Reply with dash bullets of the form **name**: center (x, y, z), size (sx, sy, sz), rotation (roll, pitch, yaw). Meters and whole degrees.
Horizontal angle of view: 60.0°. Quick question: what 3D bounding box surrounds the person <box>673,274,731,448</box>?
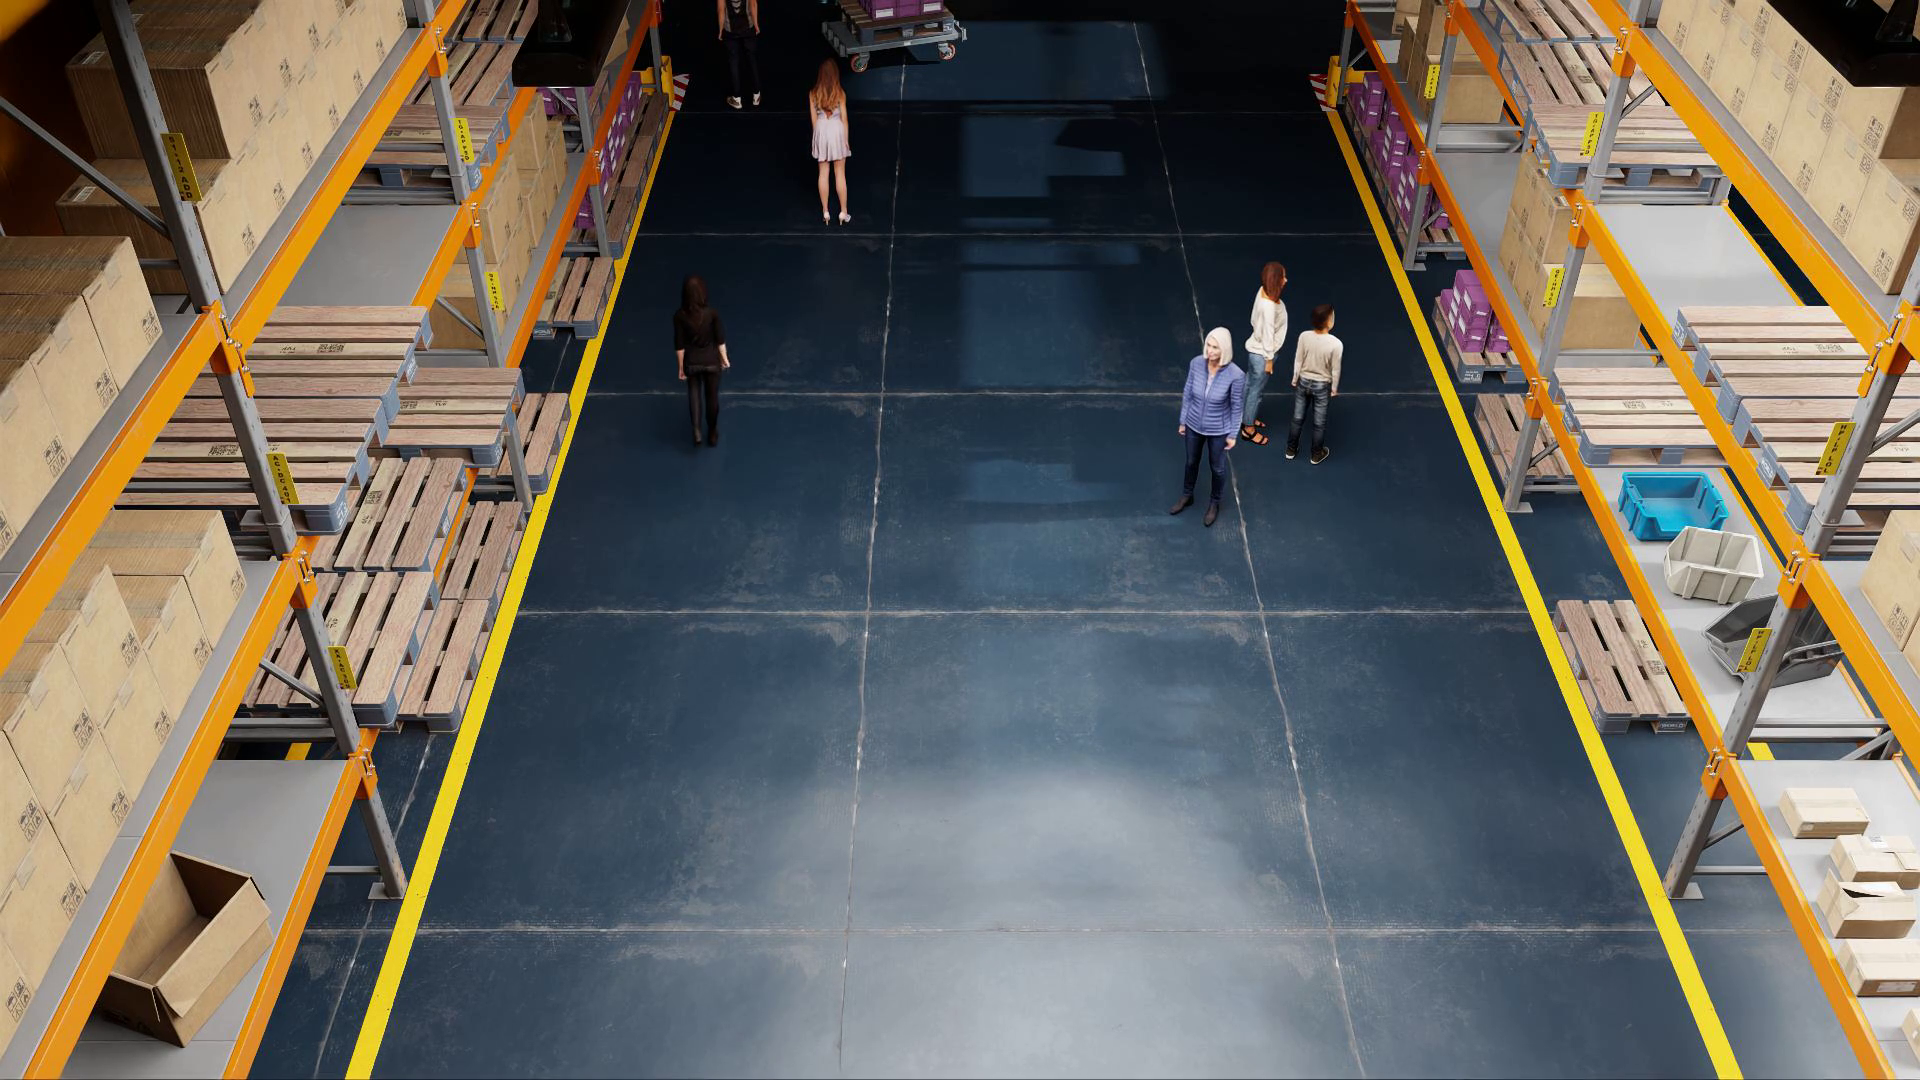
- **person**: center (-2.149, -1.434, 13.845), size (0.576, 1.631, 0.665), rotation (-2, 39, -2)

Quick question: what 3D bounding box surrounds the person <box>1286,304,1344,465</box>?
- **person**: center (2.933, -1.289, 13.797), size (0.622, 1.464, 0.638), rotation (18, 42, 21)

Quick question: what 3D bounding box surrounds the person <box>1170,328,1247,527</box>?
- **person**: center (1.968, -0.918, 13.108), size (0.730, 1.744, 0.725), rotation (21, 43, 24)

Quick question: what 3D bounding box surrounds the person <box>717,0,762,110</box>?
- **person**: center (-2.571, -5.961, 19.302), size (0.729, 1.896, 0.690), rotation (-13, 40, -16)

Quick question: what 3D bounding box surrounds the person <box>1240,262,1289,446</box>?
- **person**: center (2.545, -1.598, 14.009), size (0.689, 1.682, 0.480), rotation (2, 39, 3)

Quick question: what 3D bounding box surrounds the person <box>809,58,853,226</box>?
- **person**: center (-1.330, -4.070, 17.036), size (0.594, 1.768, 0.611), rotation (5, 39, 6)
